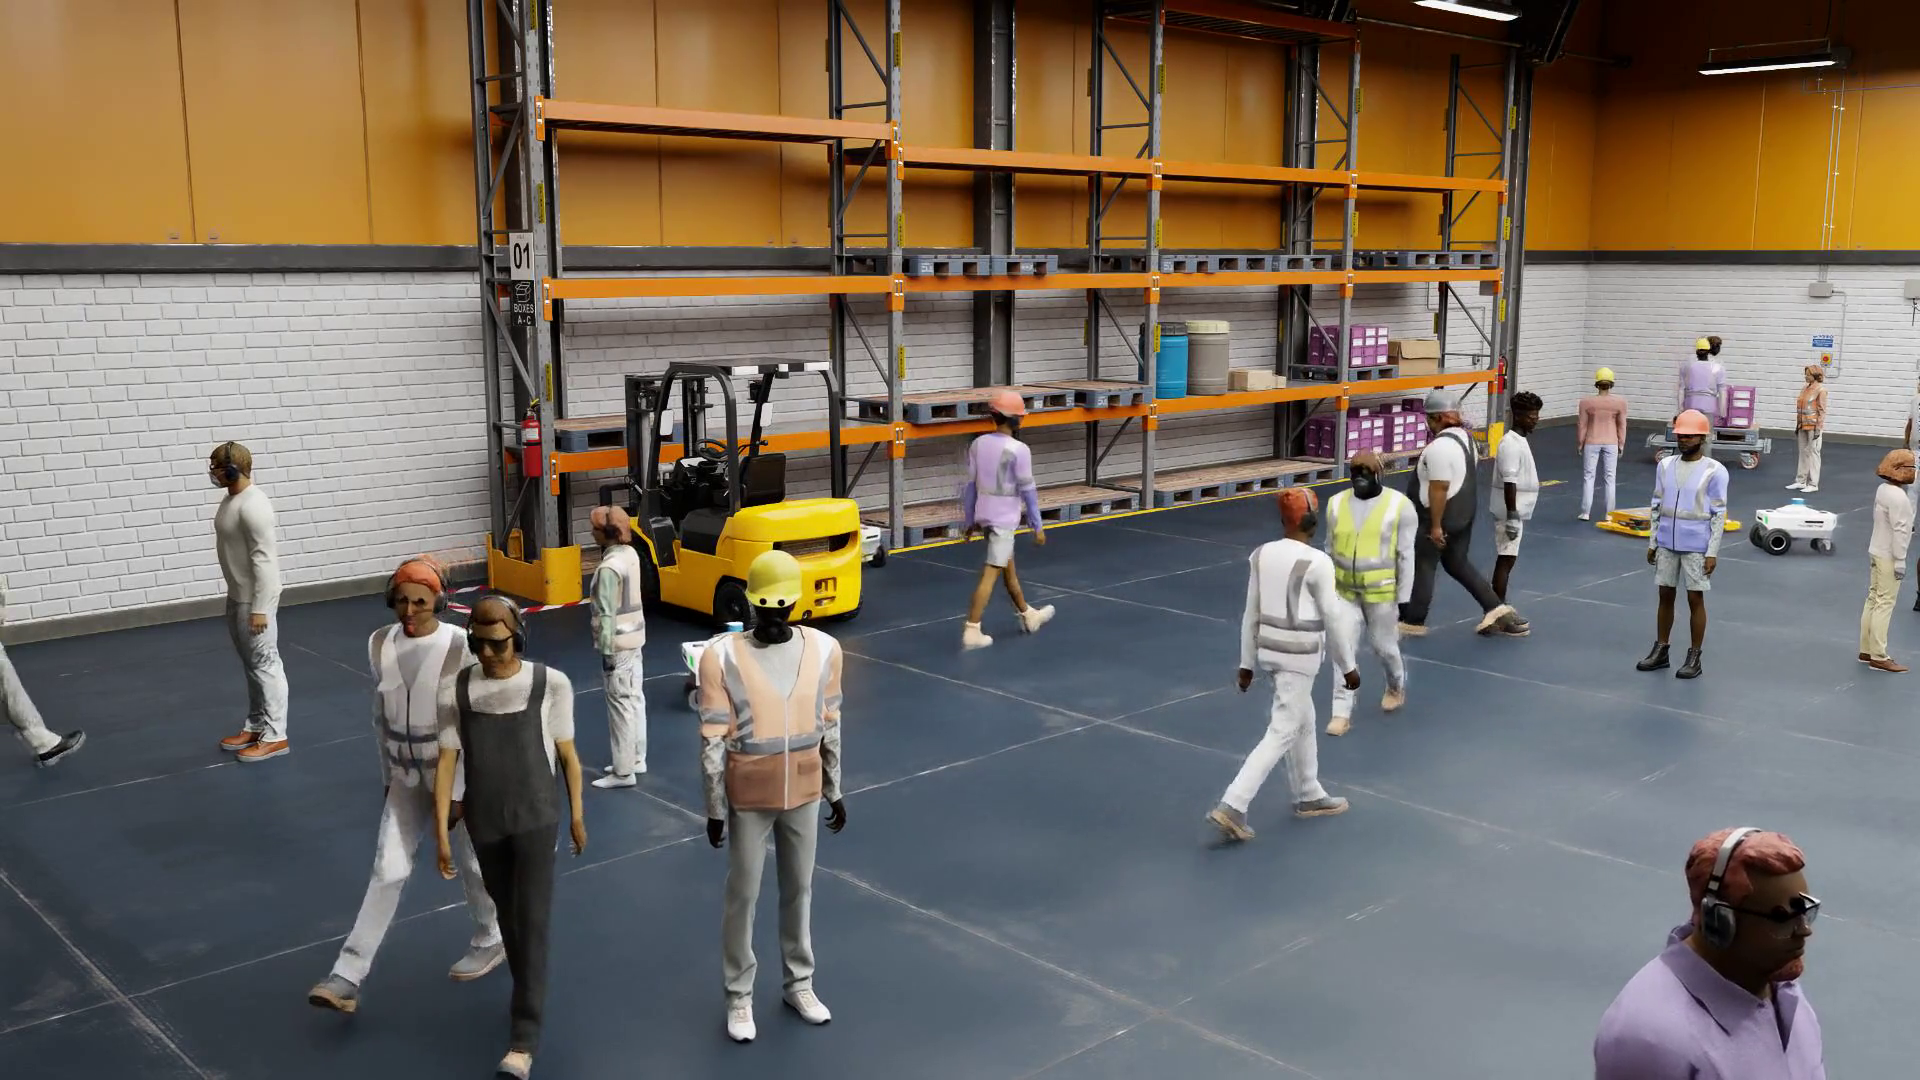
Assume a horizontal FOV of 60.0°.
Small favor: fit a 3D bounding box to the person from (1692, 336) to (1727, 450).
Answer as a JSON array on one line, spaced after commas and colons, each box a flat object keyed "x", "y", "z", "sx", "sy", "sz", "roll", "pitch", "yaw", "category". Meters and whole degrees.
[{"x": 11.768, "y": -2.348, "z": 26.370, "sx": 0.663, "sy": 1.799, "sz": 0.907, "roll": -5, "pitch": 11, "yaw": -25, "category": "person"}]

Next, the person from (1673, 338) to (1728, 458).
[{"x": 10.141, "y": -1.790, "z": 22.740, "sx": 0.690, "sy": 1.915, "sz": 0.435, "roll": 5, "pitch": 11, "yaw": 29, "category": "person"}]

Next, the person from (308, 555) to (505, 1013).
[{"x": -2.194, "y": 0.992, "z": 6.662, "sx": 0.591, "sy": 1.833, "sz": 1.004, "roll": 3, "pitch": 10, "yaw": 16, "category": "person"}]

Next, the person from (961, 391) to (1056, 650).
[{"x": 0.383, "y": -0.169, "z": 13.001, "sx": 1.053, "sy": 1.986, "sz": 0.624, "roll": -7, "pitch": 12, "yaw": -37, "category": "person"}]

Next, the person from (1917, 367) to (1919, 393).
[{"x": 13.547, "y": -1.860, "z": 23.288, "sx": 0.534, "sy": 1.863, "sz": 0.309, "roll": -4, "pitch": 11, "yaw": -24, "category": "person"}]

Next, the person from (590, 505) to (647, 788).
[{"x": -1.954, "y": 0.607, "z": 9.527, "sx": 0.311, "sy": 1.634, "sz": 0.505, "roll": 1, "pitch": 10, "yaw": 4, "category": "person"}]

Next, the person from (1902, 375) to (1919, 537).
[{"x": 10.454, "y": -0.953, "z": 17.985, "sx": 0.312, "sy": 1.866, "sz": 0.577, "roll": -5, "pitch": 11, "yaw": -28, "category": "person"}]

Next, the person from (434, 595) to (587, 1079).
[{"x": -1.706, "y": 1.090, "z": 6.234, "sx": 0.525, "sy": 1.785, "sz": 0.973, "roll": 0, "pitch": 10, "yaw": -1, "category": "person"}]

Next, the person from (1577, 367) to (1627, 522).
[{"x": 7.335, "y": -1.087, "z": 19.035, "sx": 0.529, "sy": 1.772, "sz": 0.304, "roll": 3, "pitch": 10, "yaw": 16, "category": "person"}]

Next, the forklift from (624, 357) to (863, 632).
[{"x": -1.847, "y": -0.414, "z": 13.852, "sx": 1.214, "sy": 2.155, "sz": 2.313, "roll": -9, "pitch": 13, "yaw": -42, "category": "forklift"}]

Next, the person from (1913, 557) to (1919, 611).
[{"x": 8.368, "y": -0.313, "z": 14.045, "sx": 0.385, "sy": 1.927, "sz": 0.544, "roll": -2, "pitch": 10, "yaw": -9, "category": "person"}]

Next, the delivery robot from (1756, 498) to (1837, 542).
[{"x": 8.557, "y": -0.184, "z": 17.024, "sx": 0.707, "sy": 0.478, "sz": 0.477, "roll": 2, "pitch": 10, "yaw": 9, "category": "delivery robot"}]

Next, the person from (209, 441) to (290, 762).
[{"x": -4.299, "y": 0.365, "z": 10.052, "sx": 0.379, "sy": 1.937, "sz": 0.629, "roll": -7, "pitch": 12, "yaw": -35, "category": "person"}]

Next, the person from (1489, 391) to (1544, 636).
[{"x": 4.463, "y": -0.220, "z": 13.403, "sx": 0.374, "sy": 1.960, "sz": 0.600, "roll": 4, "pitch": 10, "yaw": 21, "category": "person"}]

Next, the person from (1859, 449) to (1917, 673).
[{"x": 6.843, "y": 0.143, "z": 12.232, "sx": 0.284, "sy": 1.633, "sz": 0.497, "roll": 2, "pitch": 10, "yaw": 13, "category": "person"}]

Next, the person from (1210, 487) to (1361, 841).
[{"x": 1.682, "y": 0.639, "z": 8.742, "sx": 0.959, "sy": 1.848, "sz": 0.570, "roll": -5, "pitch": 11, "yaw": -25, "category": "person"}]

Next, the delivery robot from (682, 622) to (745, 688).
[{"x": -1.518, "y": 0.798, "z": 11.277, "sx": 0.707, "sy": 0.478, "sz": 0.477, "roll": -3, "pitch": 10, "yaw": -17, "category": "delivery robot"}]

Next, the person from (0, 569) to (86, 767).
[{"x": -5.656, "y": 0.509, "z": 9.632, "sx": 0.624, "sy": 1.781, "sz": 0.912, "roll": 7, "pitch": 12, "yaw": 37, "category": "person"}]

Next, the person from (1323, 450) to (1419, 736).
[{"x": 2.644, "y": 0.309, "z": 10.729, "sx": 0.626, "sy": 1.819, "sz": 0.838, "roll": 6, "pitch": 12, "yaw": 33, "category": "person"}]

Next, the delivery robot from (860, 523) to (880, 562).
[{"x": -1.121, "y": -0.036, "z": 16.159, "sx": 0.707, "sy": 0.478, "sz": 0.477, "roll": 7, "pitch": 12, "yaw": 37, "category": "delivery robot"}]

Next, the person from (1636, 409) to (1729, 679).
[{"x": 5.225, "y": 0.025, "z": 12.020, "sx": 0.350, "sy": 1.942, "sz": 0.547, "roll": -7, "pitch": 12, "yaw": -37, "category": "person"}]

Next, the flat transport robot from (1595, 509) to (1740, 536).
[{"x": 7.812, "y": -0.221, "z": 18.345, "sx": 1.431, "sy": 0.197, "sz": 0.652, "roll": -4, "pitch": 10, "yaw": -21, "category": "flat transport robot"}]

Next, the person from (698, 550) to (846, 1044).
[{"x": -0.714, "y": 0.980, "z": 6.482, "sx": 0.590, "sy": 1.923, "sz": 0.383, "roll": -5, "pitch": 11, "yaw": -26, "category": "person"}]

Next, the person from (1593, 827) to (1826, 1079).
[{"x": 1.554, "y": 1.510, "z": 3.425, "sx": 0.638, "sy": 1.911, "sz": 0.402, "roll": -8, "pitch": 13, "yaw": -40, "category": "person"}]

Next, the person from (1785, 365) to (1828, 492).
[{"x": 10.963, "y": -1.435, "z": 21.456, "sx": 0.308, "sy": 1.640, "sz": 0.510, "roll": -1, "pitch": 10, "yaw": -5, "category": "person"}]

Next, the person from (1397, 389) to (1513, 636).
[{"x": 3.923, "y": -0.220, "z": 13.165, "sx": 0.864, "sy": 2.000, "sz": 0.707, "roll": 8, "pitch": 13, "yaw": 39, "category": "person"}]
